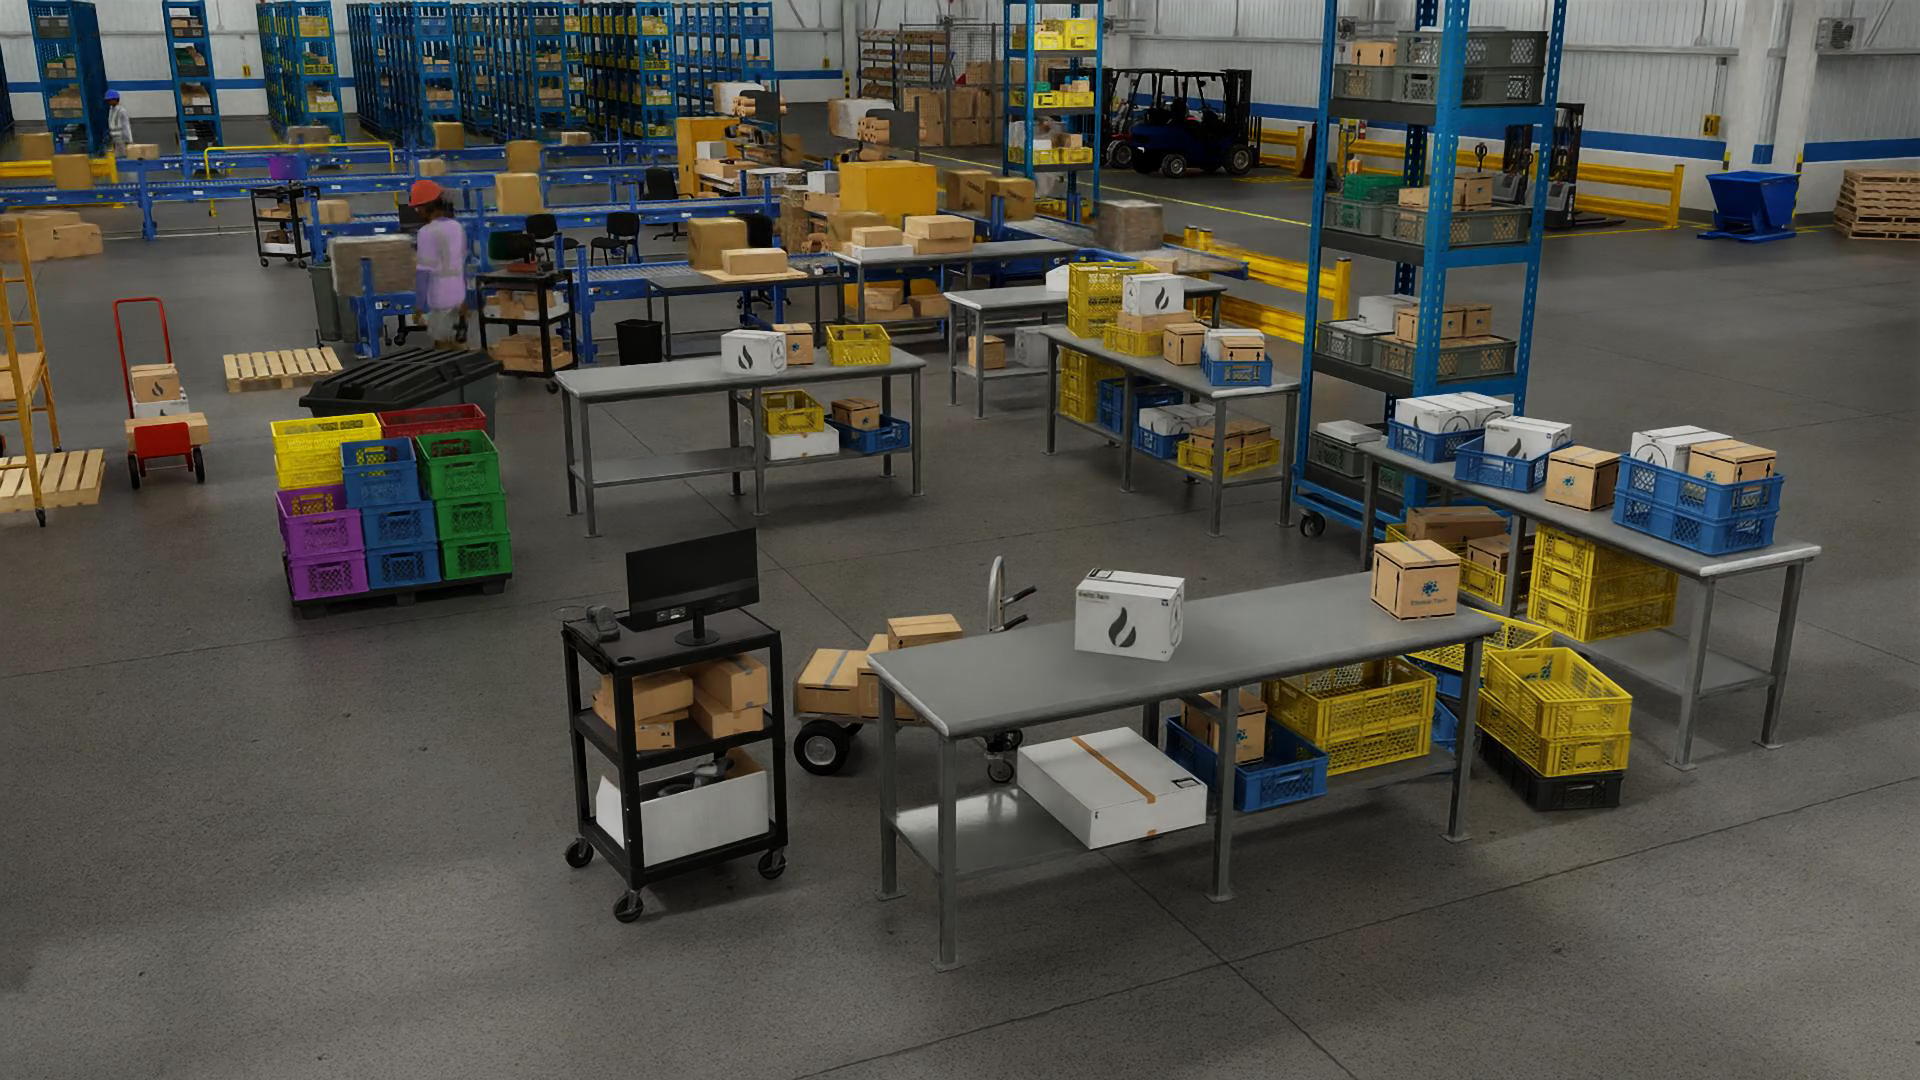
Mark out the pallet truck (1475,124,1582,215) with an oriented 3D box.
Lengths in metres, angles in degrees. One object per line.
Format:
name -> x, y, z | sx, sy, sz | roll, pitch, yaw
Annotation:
pallet truck -> 9.707, -6.455, 28.103 | 1.885, 1.965, 0.823 | -7, 19, -20

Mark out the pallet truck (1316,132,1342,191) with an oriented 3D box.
pallet truck -> 7.723, -7.504, 32.656 | 1.601, 1.201, 0.680 | -8, 19, -23

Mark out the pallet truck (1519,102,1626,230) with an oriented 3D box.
pallet truck -> 9.972, -6.037, 26.785 | 1.885, 1.965, 0.823 | -9, 20, -25

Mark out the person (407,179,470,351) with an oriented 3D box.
person -> -4.459, -2.082, 14.310 | 0.447, 2.013, 0.603 | 3, 18, 8

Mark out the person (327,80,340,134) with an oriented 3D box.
person -> -16.717, -11.541, 44.367 | 0.389, 1.847, 0.563 | -2, 18, -6

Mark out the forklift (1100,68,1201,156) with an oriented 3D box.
forklift -> 4.082, -9.564, 37.410 | 2.680, 1.987, 1.157 | -8, 19, -23

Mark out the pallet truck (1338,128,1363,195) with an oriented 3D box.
pallet truck -> 7.845, -7.140, 31.411 | 1.522, 1.261, 0.704 | -9, 20, -25

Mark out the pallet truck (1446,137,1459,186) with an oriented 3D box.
pallet truck -> 9.184, -6.485, 29.328 | 1.630, 1.274, 0.653 | -8, 19, -23

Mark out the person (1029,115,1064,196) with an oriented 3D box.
person -> 1.329, -5.890, 26.536 | 0.653, 1.871, 0.959 | -10, 20, -30

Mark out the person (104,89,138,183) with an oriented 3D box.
person -> -16.294, -7.761, 32.298 | 0.610, 1.945, 0.406 | 16, 23, 40

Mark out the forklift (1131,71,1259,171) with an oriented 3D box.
forklift -> 4.998, -8.936, 35.413 | 2.680, 1.987, 1.157 | -9, 20, -25
